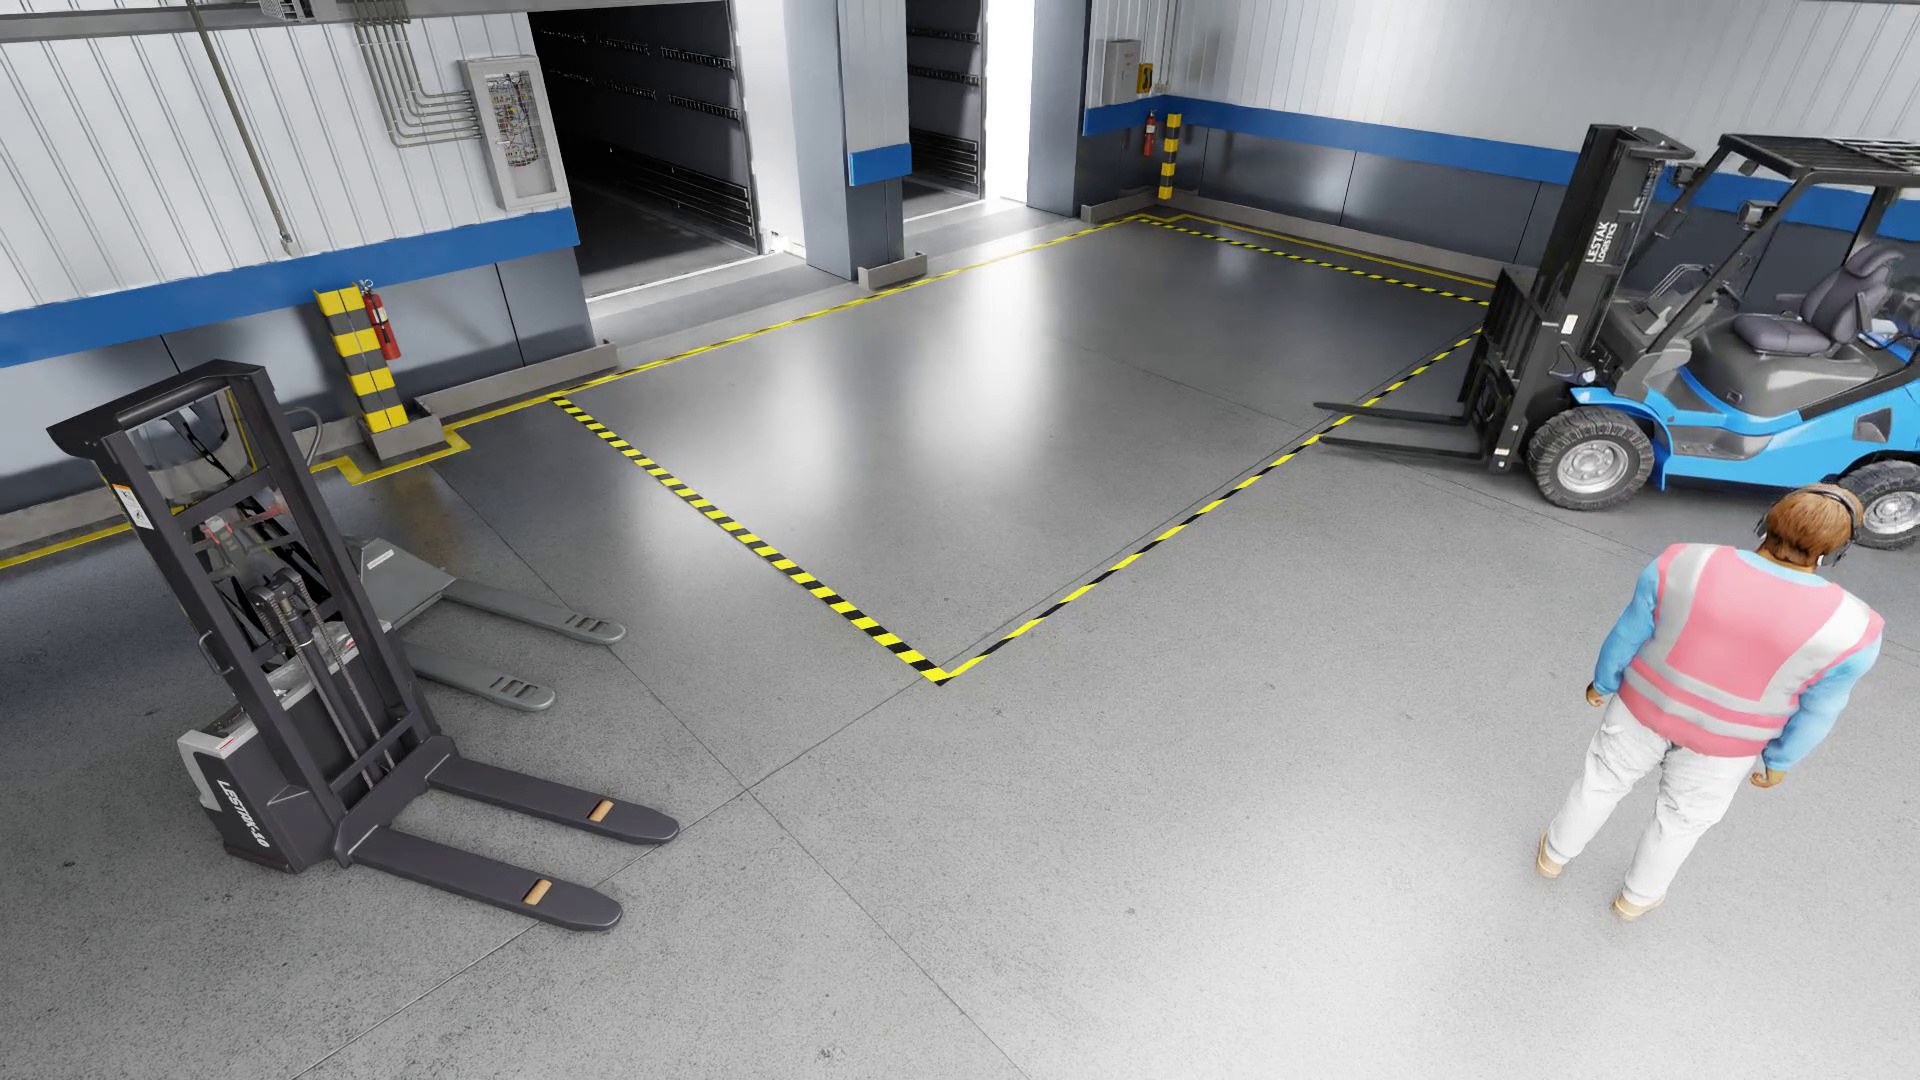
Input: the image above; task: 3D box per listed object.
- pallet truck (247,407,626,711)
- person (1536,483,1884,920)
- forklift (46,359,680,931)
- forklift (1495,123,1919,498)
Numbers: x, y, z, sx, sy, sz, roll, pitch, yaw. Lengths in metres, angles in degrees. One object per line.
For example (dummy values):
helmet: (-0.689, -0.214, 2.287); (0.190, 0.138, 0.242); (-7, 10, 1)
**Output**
pallet truck: (-2.628, 0.038, 4.590); (1.601, 1.201, 0.680); (12, 36, 18)
person: (2.561, 0.612, 3.214); (0.429, 1.838, 0.635); (-28, 43, -35)
forklift: (-2.135, 0.422, 3.354); (1.885, 1.965, 0.823); (10, 35, 14)
forklift: (4.943, -1.385, 5.695); (2.680, 2.036, 1.157); (8, 35, 12)
